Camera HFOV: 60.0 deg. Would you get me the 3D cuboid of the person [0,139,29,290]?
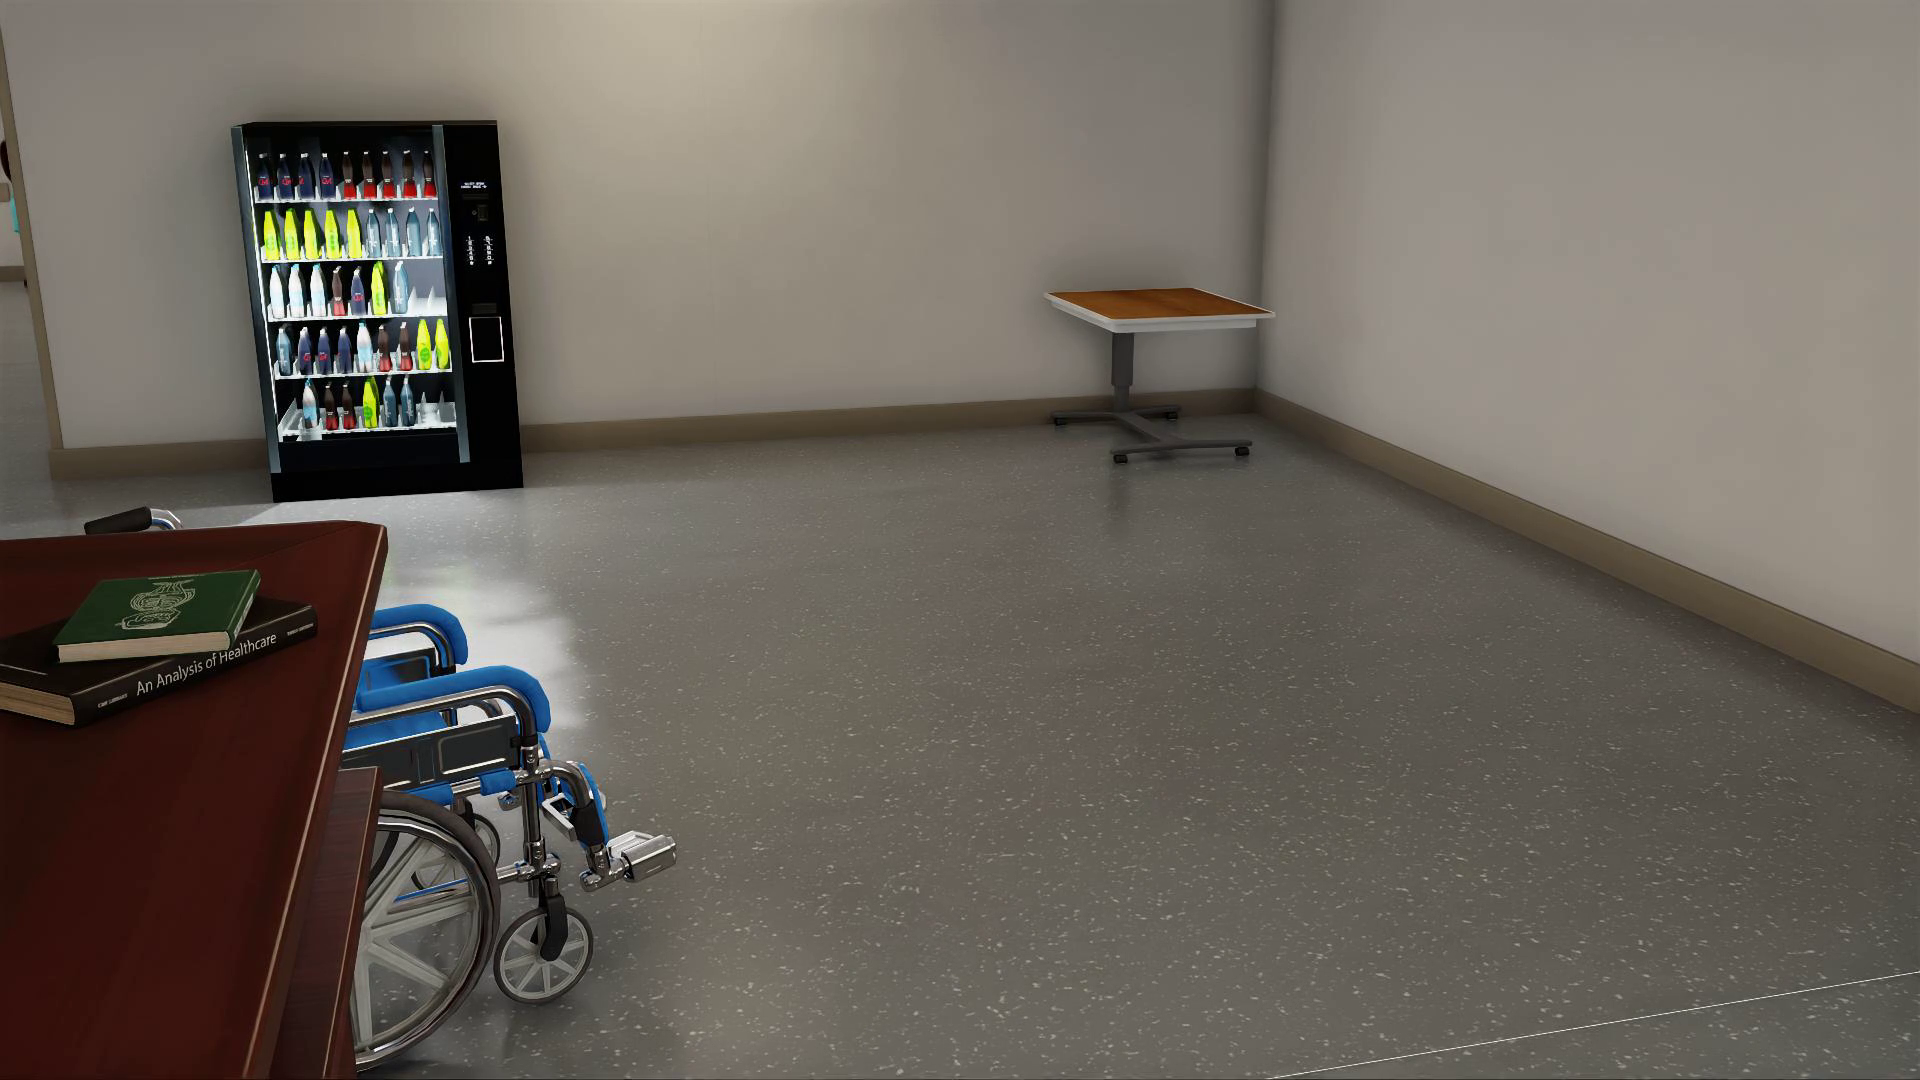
[{"bbox_3d":[-9.214,-3.269,16.387,0.621,1.558,0.609,-9,18,-30],"label":"person"}]
